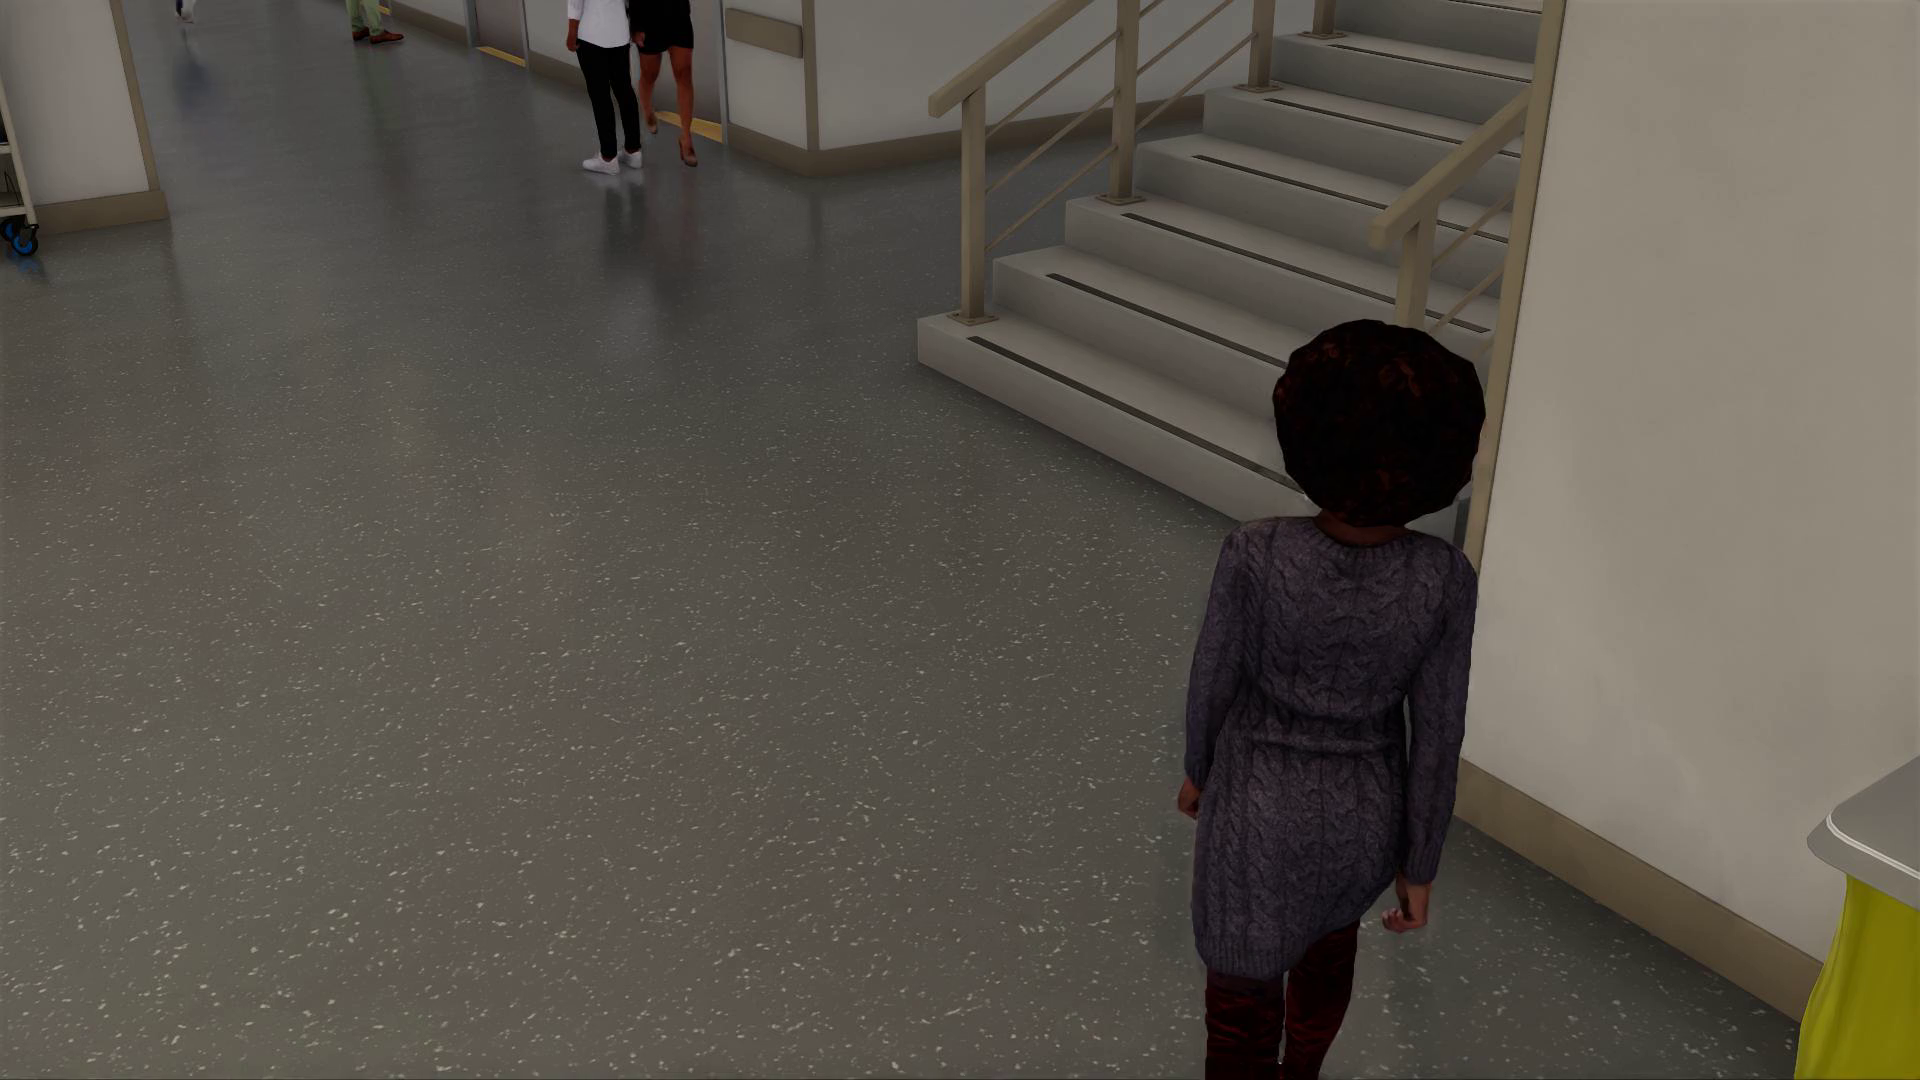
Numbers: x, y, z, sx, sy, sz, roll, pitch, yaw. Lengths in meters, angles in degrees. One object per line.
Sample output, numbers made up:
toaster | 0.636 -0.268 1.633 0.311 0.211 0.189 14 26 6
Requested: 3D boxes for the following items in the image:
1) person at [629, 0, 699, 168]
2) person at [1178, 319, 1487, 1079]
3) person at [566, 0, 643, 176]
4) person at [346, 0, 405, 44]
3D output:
person | -1.878 -3.177 10.375 0.981 1.613 0.755 -10 28 -20
person | 0.535 0.533 2.609 1.070 1.675 1.069 2 26 4
person | -2.183 -3.160 10.118 0.743 1.807 0.569 20 32 35
person | -5.282 -5.341 14.568 0.748 1.870 0.707 18 31 32
